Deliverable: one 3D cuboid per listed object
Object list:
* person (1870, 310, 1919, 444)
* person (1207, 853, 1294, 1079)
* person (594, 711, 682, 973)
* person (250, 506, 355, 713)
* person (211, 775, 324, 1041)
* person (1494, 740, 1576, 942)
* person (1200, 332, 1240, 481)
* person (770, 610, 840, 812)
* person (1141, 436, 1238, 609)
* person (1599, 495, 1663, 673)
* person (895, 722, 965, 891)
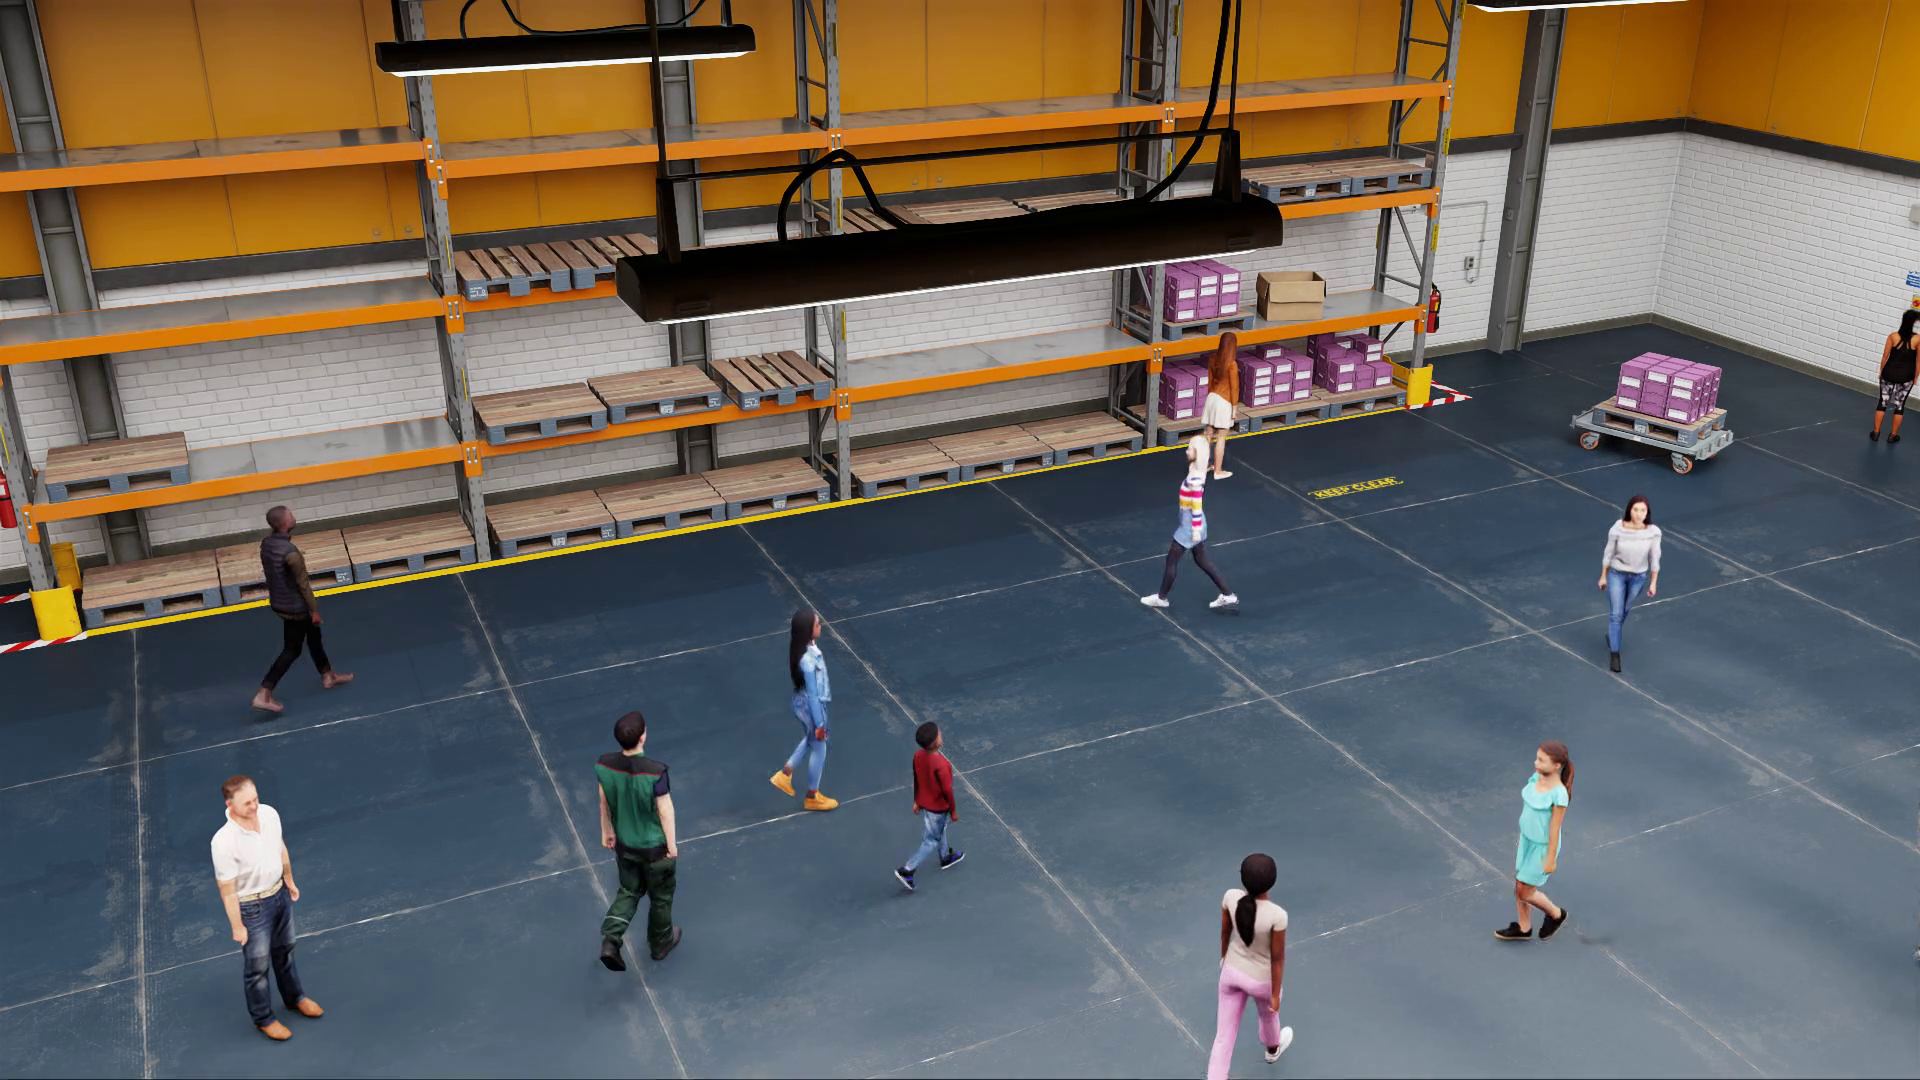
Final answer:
[{"bbox_3d":[11.395,-2.005,20.201,0.662,1.662,0.675,15,28,30],"label":"person"},{"bbox_3d":[1.626,2.606,9.613,0.971,1.692,1.202,16,28,31],"label":"person"},{"bbox_3d":[-2.099,1.994,10.775,1.037,1.884,1.105,9,25,20],"label":"person"},{"bbox_3d":[-5.722,0.610,14.048,1.279,1.796,0.975,-21,31,-39],"label":"person"},{"bbox_3d":[-4.346,2.231,10.280,0.814,1.846,0.741,10,25,21],"label":"person"},{"bbox_3d":[3.929,2.032,11.107,0.779,1.549,0.666,-3,24,-6],"label":"person"},{"bbox_3d":[2.975,-1.552,19.097,0.639,1.716,0.648,-18,29,-35],"label":"person"},{"bbox_3d":[-1.222,1.308,12.575,0.796,1.698,0.696,-6,24,-13],"label":"person"},{"bbox_3d":[2.292,-0.123,15.762,1.233,1.768,1.118,5,24,12],"label":"person"},{"bbox_3d":[5.980,0.337,14.939,1.067,1.584,1.050,4,24,10],"label":"person"},{"bbox_3d":[-0.237,1.892,11.808,0.883,1.243,0.583,-14,27,-29],"label":"person"}]
